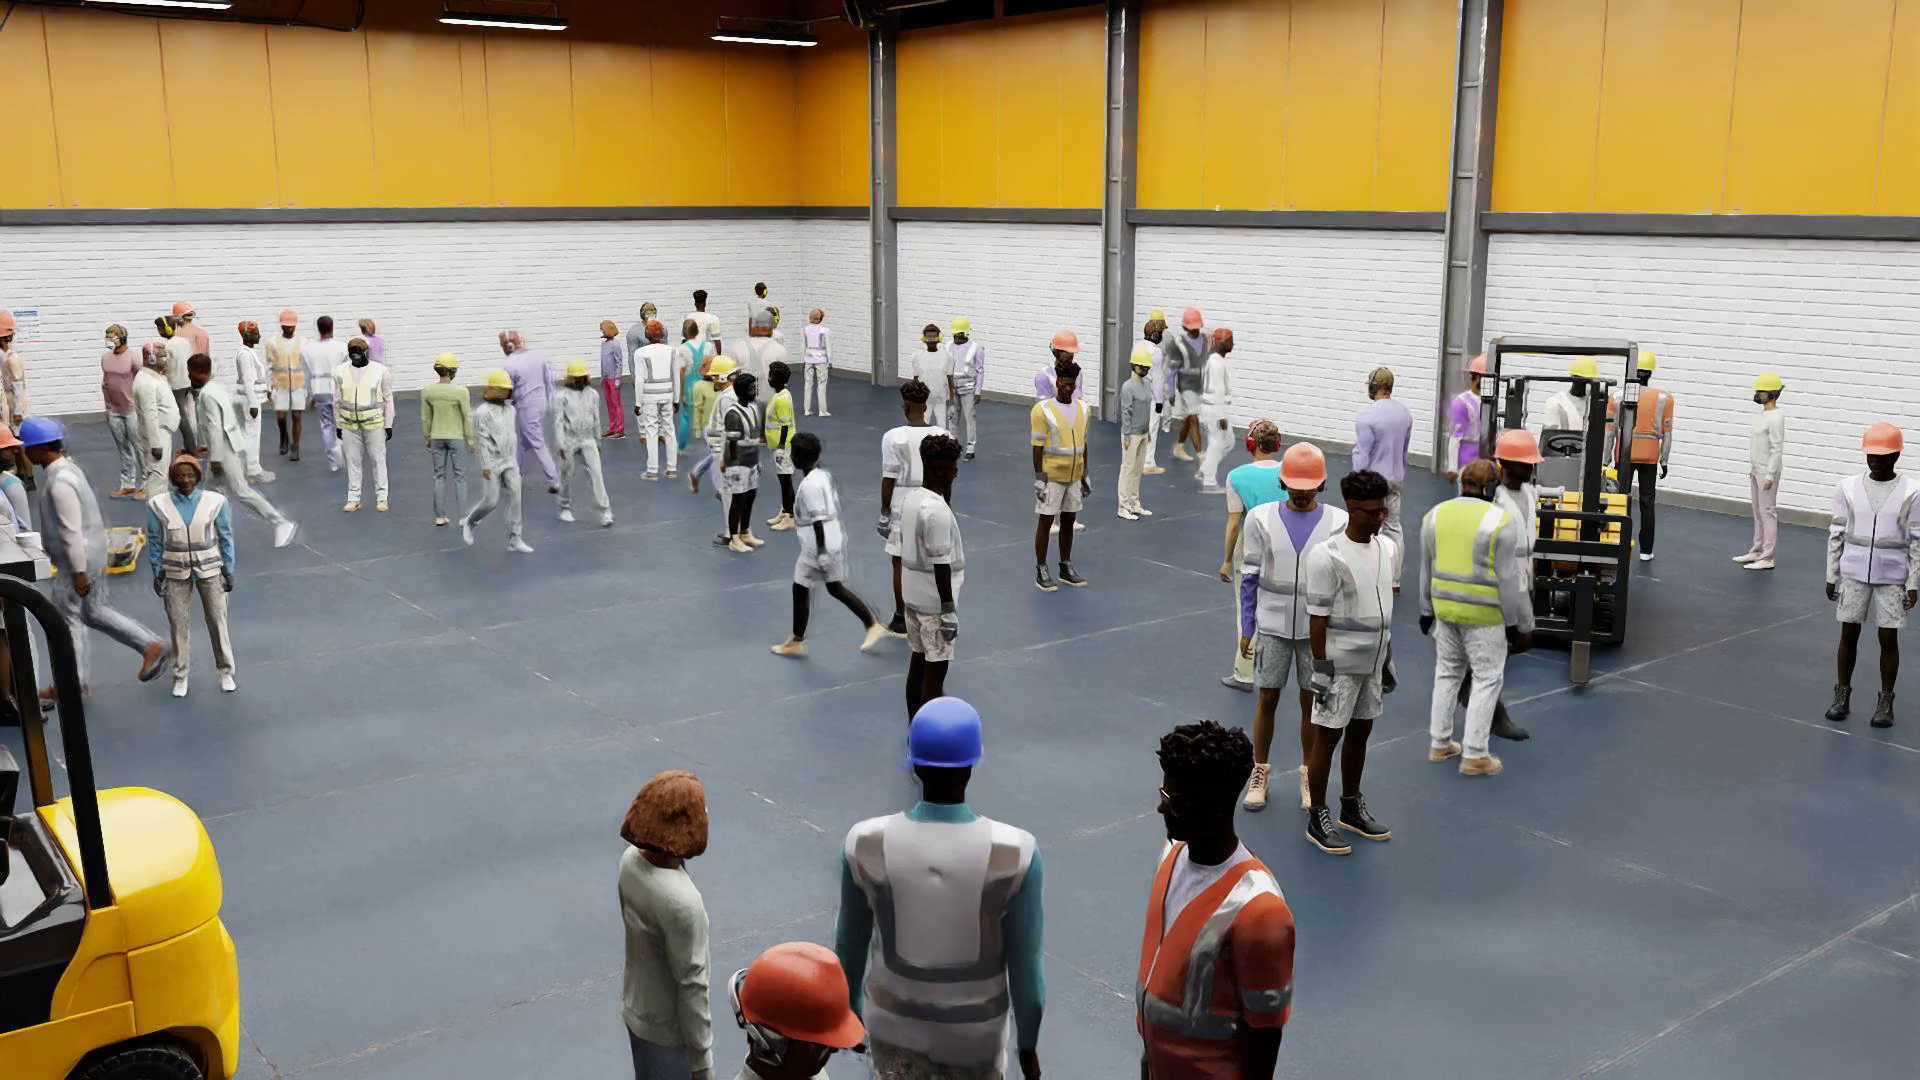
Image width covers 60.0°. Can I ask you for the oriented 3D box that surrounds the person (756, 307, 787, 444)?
[{"bbox_3d":[-2.519,-2.185,22.249,0.515,1.857,0.347,9,15,37],"label":"person"}]

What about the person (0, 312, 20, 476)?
[{"bbox_3d":[-10.773,-1.559,18.794,0.417,2.030,0.613,-4,12,-20],"label":"person"}]

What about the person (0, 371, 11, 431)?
[{"bbox_3d":[-10.172,-1.194,17.226,0.659,1.953,0.660,0,12,2],"label":"person"}]

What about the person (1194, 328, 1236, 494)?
[{"bbox_3d":[2.899,-1.428,18.566,0.406,1.870,0.578,3,12,12],"label":"person"}]

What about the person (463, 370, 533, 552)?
[{"bbox_3d":[-4.359,-0.737,15.567,0.660,1.719,0.492,7,14,31],"label":"person"}]

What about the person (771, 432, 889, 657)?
[{"bbox_3d":[-0.934,0.038,11.996,0.824,1.650,0.568,1,12,5],"label":"person"}]

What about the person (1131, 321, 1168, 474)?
[{"bbox_3d":[2.282,-1.713,20.014,0.429,1.836,0.633,-4,12,-19],"label":"person"}]

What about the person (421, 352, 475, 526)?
[{"bbox_3d":[-5.155,-1.015,16.807,0.535,1.766,0.317,2,12,9],"label":"person"}]

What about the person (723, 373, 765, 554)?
[{"bbox_3d":[-2.034,-0.725,15.587,0.318,1.693,0.546,4,12,19],"label":"person"}]

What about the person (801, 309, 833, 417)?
[{"bbox_3d":[-2.160,-2.675,25.149,0.513,1.632,0.313,5,13,25],"label":"person"}]

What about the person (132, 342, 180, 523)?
[{"bbox_3d":[-7.920,-1.009,16.471,0.395,1.899,0.640,-4,12,-20],"label":"person"}]

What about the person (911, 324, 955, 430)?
[{"bbox_3d":[-0.312,-1.580,19.309,0.505,1.864,0.331,0,12,1],"label":"person"}]

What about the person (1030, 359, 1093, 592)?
[{"bbox_3d":[0.863,-0.554,14.102,0.602,1.961,0.371,-8,14,-33],"label":"person"}]

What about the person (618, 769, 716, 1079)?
[{"bbox_3d":[-0.882,1.486,5.070,0.272,1.627,0.502,-7,14,-31],"label":"person"}]

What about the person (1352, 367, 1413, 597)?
[{"bbox_3d":[3.473,-0.463,13.757,0.631,1.931,0.380,-9,14,-36],"label":"person"}]

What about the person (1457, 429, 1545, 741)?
[{"bbox_3d":[3.309,0.252,10.289,0.553,1.926,0.587,-10,15,-39],"label":"person"}]

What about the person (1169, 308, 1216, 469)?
[{"bbox_3d":[2.831,-1.865,20.438,0.599,1.967,1.051,-5,13,-25],"label":"person"}]

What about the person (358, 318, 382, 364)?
[{"bbox_3d":[-8.241,-2.304,23.368,0.438,1.626,0.520,3,12,15],"label":"person"}]

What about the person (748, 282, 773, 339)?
[{"bbox_3d":[-3.397,-3.478,28.480,0.504,1.862,0.326,6,13,28],"label":"person"}]

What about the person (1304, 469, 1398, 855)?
[{"bbox_3d":[2.007,0.606,8.488,0.606,1.967,0.367,-9,15,-36],"label":"person"}]

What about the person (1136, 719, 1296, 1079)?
[{"bbox_3d":[0.653,1.431,4.505,0.368,1.966,0.602,-4,12,-19],"label":"person"}]

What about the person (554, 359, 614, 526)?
[{"bbox_3d":[-3.844,-0.983,16.845,0.500,1.688,0.880,-8,14,-33],"label":"person"}]

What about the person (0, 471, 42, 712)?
[{"bbox_3d":[-6.142,0.201,10.511,0.610,1.936,0.410,3,12,15],"label":"person"}]

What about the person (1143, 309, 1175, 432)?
[{"bbox_3d":[2.781,-2.381,23.457,0.483,1.744,0.303,-4,12,-18],"label":"person"}]

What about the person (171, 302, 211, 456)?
[{"bbox_3d":[-9.873,-2.063,21.354,0.411,1.981,0.622,4,12,18],"label":"person"}]

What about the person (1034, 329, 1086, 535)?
[{"bbox_3d":[1.010,-1.056,16.381,0.611,2.030,0.410,-11,16,-42],"label":"person"}]

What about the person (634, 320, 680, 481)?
[{"bbox_3d":[-3.556,-1.639,19.534,0.584,1.882,0.346,-9,15,-37],"label":"person"}]

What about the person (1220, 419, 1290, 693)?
[{"bbox_3d":[2.023,0.113,11.164,0.568,1.845,0.386,-5,13,-21],"label":"person"}]

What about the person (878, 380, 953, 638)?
[{"bbox_3d":[-0.336,-0.231,12.579,0.622,1.950,0.389,-7,14,-31],"label":"person"}]

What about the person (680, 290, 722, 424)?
[{"bbox_3d":[-3.767,-2.675,24.332,0.613,1.965,0.361,2,12,10],"label":"person"}]

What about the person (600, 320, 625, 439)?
[{"bbox_3d":[-4.806,-2.207,22.883,0.269,1.631,0.509,-9,15,-37],"label":"person"}]

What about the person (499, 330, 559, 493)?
[{"bbox_3d":[-4.870,-1.437,18.689,0.988,1.836,0.707,5,13,22],"label":"person"}]
